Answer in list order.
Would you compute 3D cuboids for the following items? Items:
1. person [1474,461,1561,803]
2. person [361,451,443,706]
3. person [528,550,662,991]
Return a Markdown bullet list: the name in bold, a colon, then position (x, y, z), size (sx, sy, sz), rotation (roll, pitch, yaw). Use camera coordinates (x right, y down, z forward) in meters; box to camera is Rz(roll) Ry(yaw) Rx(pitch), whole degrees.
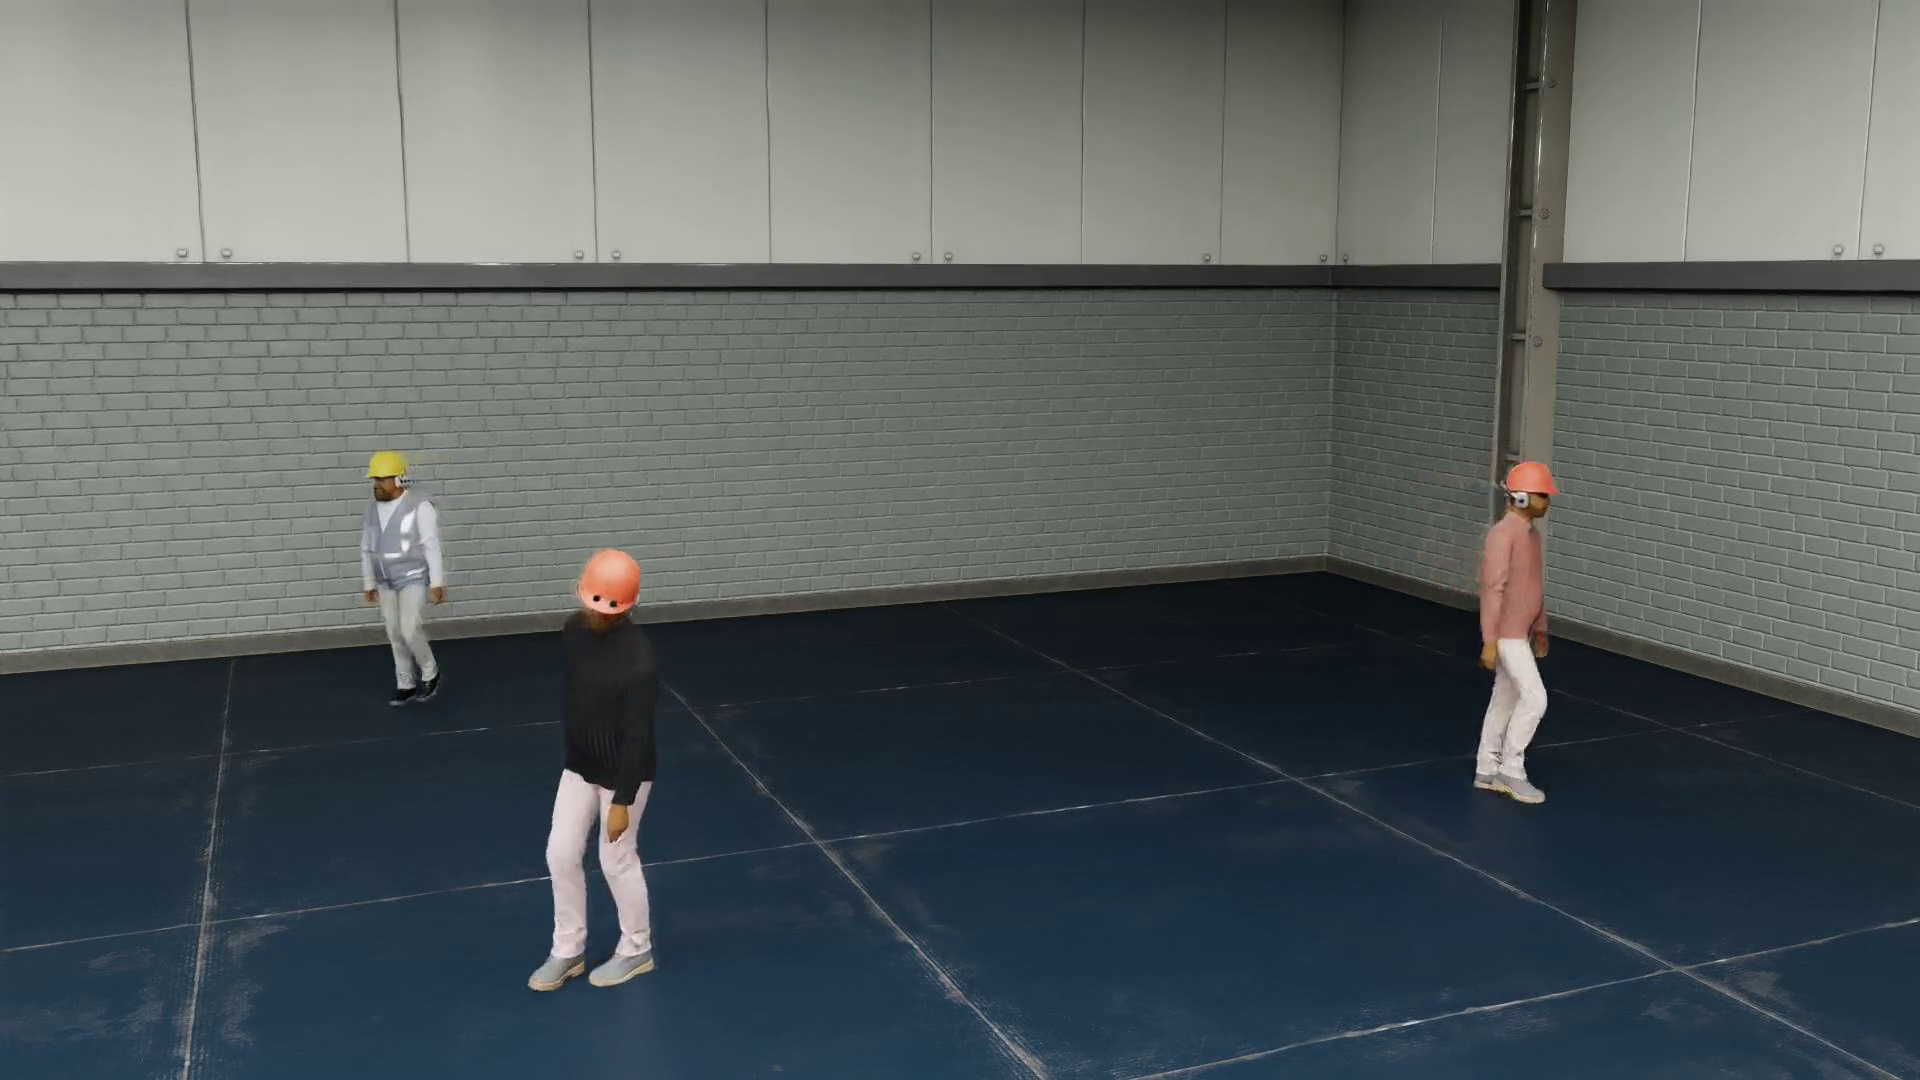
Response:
- **person**: position (3.265, 0.533, 9.577), size (0.634, 1.969, 0.646), rotation (6, 11, 33)
- **person**: position (-3.922, 0.277, 11.649), size (0.638, 1.825, 0.425), rotation (3, 10, 20)
- **person**: position (-1.498, 0.975, 6.927), size (0.693, 1.931, 0.625), rotation (7, 11, 37)
